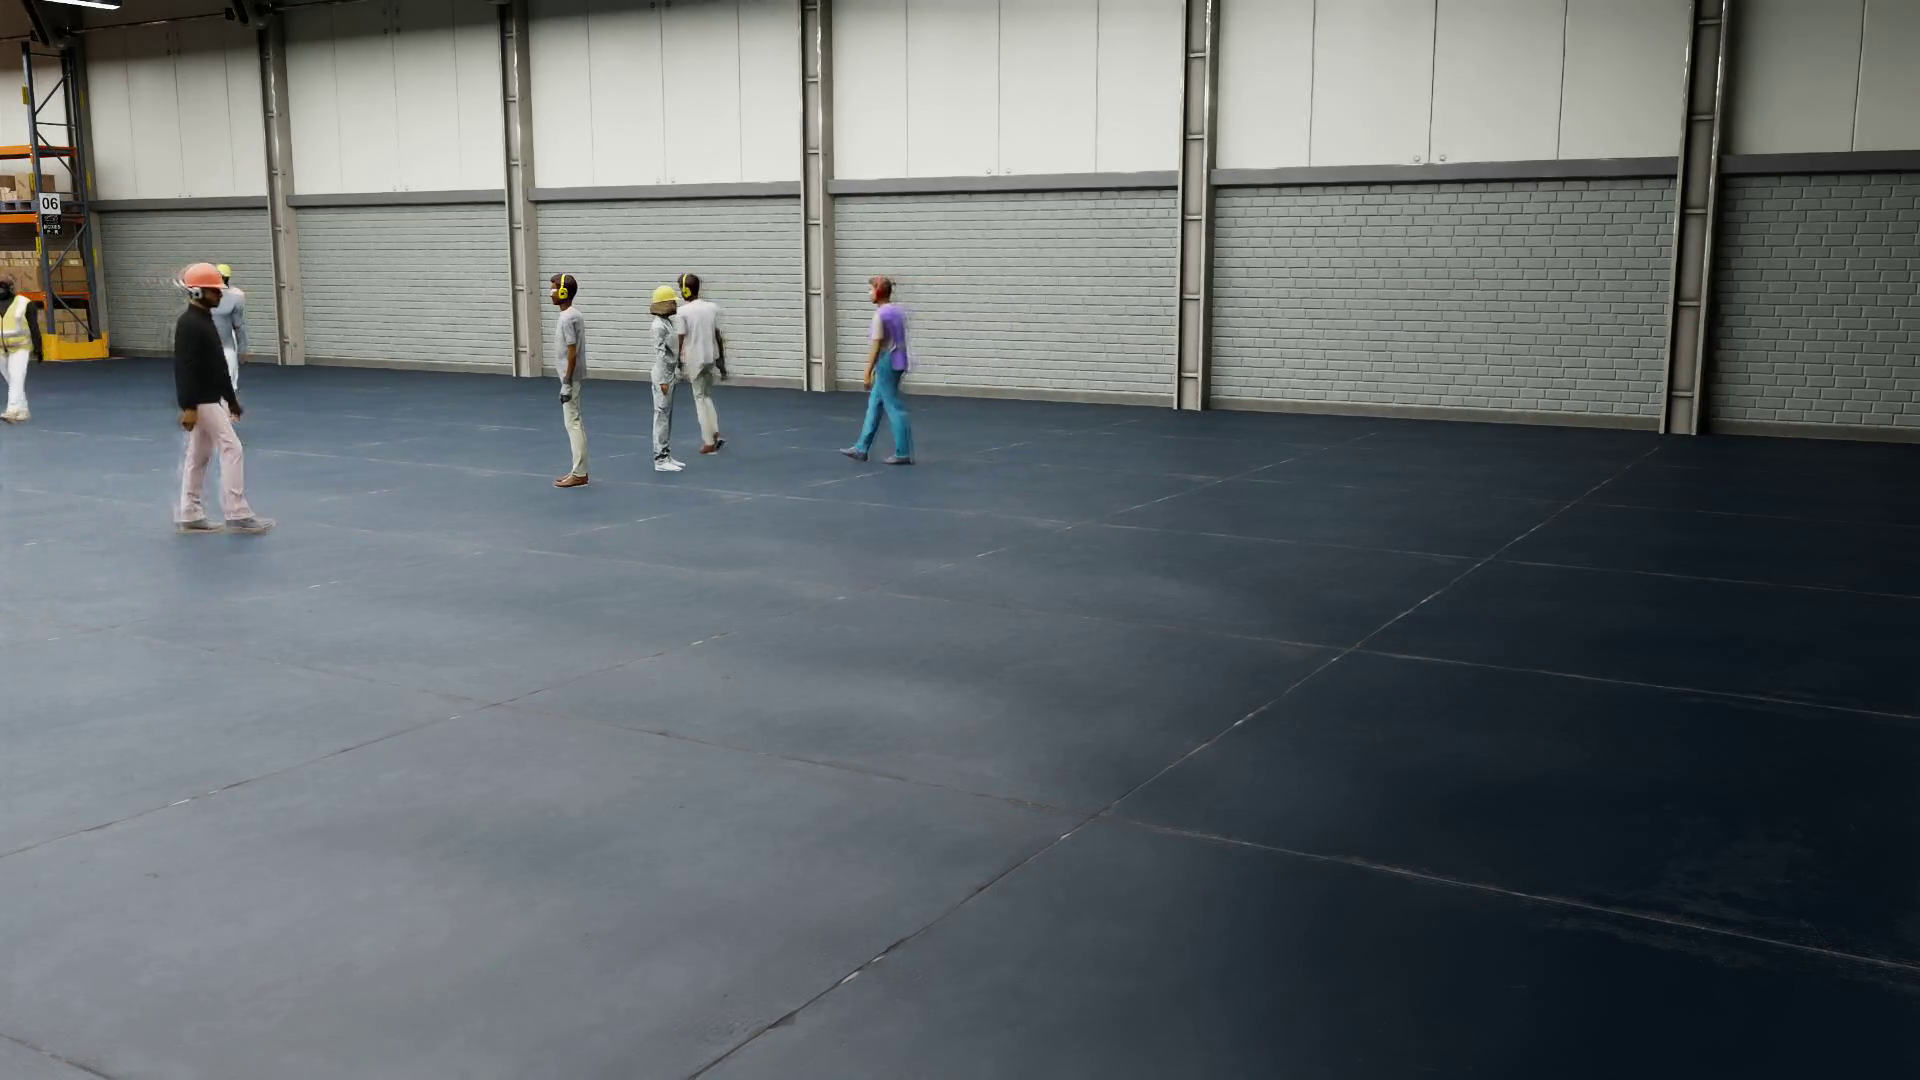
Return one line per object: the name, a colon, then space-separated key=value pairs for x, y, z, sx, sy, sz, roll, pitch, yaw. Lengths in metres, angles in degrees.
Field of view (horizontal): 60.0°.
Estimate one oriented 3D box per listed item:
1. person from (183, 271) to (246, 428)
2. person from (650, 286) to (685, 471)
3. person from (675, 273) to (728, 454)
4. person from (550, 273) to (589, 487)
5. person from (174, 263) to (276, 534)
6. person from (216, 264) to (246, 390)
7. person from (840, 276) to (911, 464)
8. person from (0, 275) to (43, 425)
person: x=-8.398 y=-2.111 z=18.746 sx=0.642 sy=1.881 sz=1.020 roll=-3 pitch=10 yaw=-16
person: x=-2.764 y=-1.527 z=15.747 sx=0.301 sy=1.744 sz=0.498 roll=0 pitch=10 yaw=-2
person: x=-2.650 y=-1.786 z=16.963 sx=0.556 sy=1.844 sz=0.429 roll=-8 pitch=13 yaw=-40
person: x=-3.445 y=-1.396 z=14.610 sx=0.317 sy=1.870 sz=0.531 roll=-1 pitch=10 yaw=-7
person: x=-5.363 y=-1.016 z=12.118 sx=0.814 sy=1.967 sz=0.618 roll=-3 pitch=10 yaw=-17
person: x=-11.167 y=-3.245 z=25.310 sx=0.594 sy=1.911 sz=0.681 roll=-3 pitch=10 yaw=-19
person: x=-0.852 y=-1.636 z=16.162 sx=0.854 sy=1.812 sz=0.596 roll=2 pitch=10 yaw=12
person: x=-11.530 y=-2.305 z=20.156 sx=0.649 sy=1.790 sz=0.984 roll=-1 pitch=10 yaw=-7
